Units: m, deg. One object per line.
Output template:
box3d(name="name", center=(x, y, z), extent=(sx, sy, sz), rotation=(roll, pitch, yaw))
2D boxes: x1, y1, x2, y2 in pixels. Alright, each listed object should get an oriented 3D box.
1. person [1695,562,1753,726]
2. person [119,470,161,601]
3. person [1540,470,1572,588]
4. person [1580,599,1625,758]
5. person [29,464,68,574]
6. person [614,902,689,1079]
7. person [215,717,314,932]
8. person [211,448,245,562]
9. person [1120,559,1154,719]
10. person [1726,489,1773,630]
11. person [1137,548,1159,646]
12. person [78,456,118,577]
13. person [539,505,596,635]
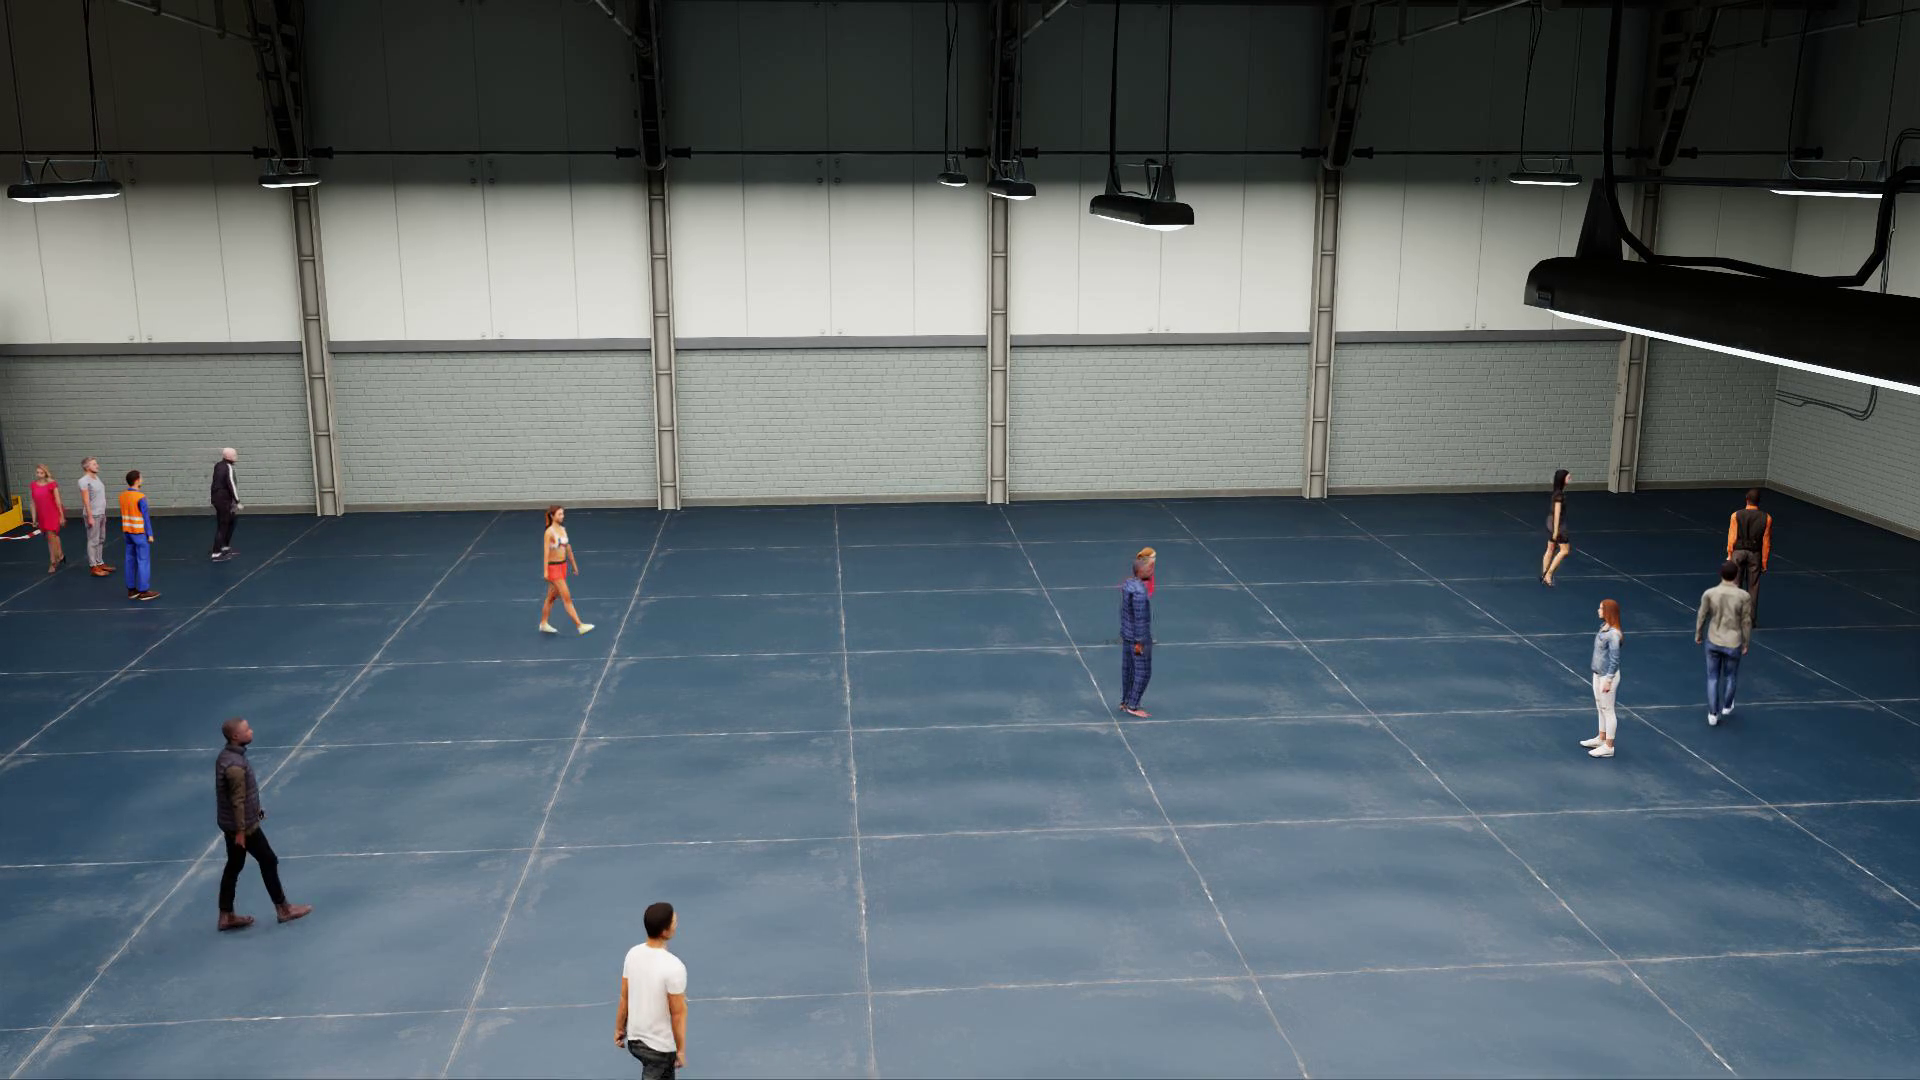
box3d(name="person", center=(8.515, 1.176, 18.579), extent=(1.027, 1.848, 1.050), rotation=(7, 15, 28))
box3d(name="person", center=(-11.878, -0.082, 23.984), extent=(0.743, 1.859, 0.844), rotation=(7, 15, 27))
box3d(name="person", center=(8.690, -0.164, 24.515), extent=(0.687, 1.780, 0.683), rotation=(3, 13, 12))
box3d(name="person", center=(6.889, 1.455, 17.699), extent=(0.565, 1.700, 0.649), rotation=(1, 13, 4))
box3d(name="person", center=(-13.967, -0.344, 25.555), extent=(0.913, 1.662, 0.768), rotation=(3, 13, 11))
box3d(name="person", center=(-1.972, 3.145, 10.265), extent=(1.159, 1.762, 1.219), rotation=(10, 16, 36))
box3d(name="person", center=(-5.976, 2.345, 13.616), extent=(1.094, 1.809, 0.956), rotation=(-8, 15, -31))
box3d(name="person", center=(-11.640, -0.546, 26.144), extent=(0.879, 1.789, 0.929), rotation=(11, 17, 39))
box3d(name="person", center=(1.984, 1.093, 19.009), extent=(0.609, 1.814, 0.704), rotation=(-4, 14, -16))
box3d(name="person", center=(10.625, 0.248, 22.453), extent=(0.718, 1.908, 0.852), rotation=(5, 14, 21))
box3d(name="person", center=(2.357, 0.739, 21.663), extent=(0.712, 1.308, 0.595), rotation=(2, 13, 9))
box3d(name="person", center=(-13.197, -0.380, 25.332), extent=(0.557, 1.832, 0.699), rotation=(-2, 13, -8))
box3d(name="person", center=(-5.421, 0.417, 22.073), extent=(1.197, 1.750, 0.930), rotation=(5, 14, 20))
